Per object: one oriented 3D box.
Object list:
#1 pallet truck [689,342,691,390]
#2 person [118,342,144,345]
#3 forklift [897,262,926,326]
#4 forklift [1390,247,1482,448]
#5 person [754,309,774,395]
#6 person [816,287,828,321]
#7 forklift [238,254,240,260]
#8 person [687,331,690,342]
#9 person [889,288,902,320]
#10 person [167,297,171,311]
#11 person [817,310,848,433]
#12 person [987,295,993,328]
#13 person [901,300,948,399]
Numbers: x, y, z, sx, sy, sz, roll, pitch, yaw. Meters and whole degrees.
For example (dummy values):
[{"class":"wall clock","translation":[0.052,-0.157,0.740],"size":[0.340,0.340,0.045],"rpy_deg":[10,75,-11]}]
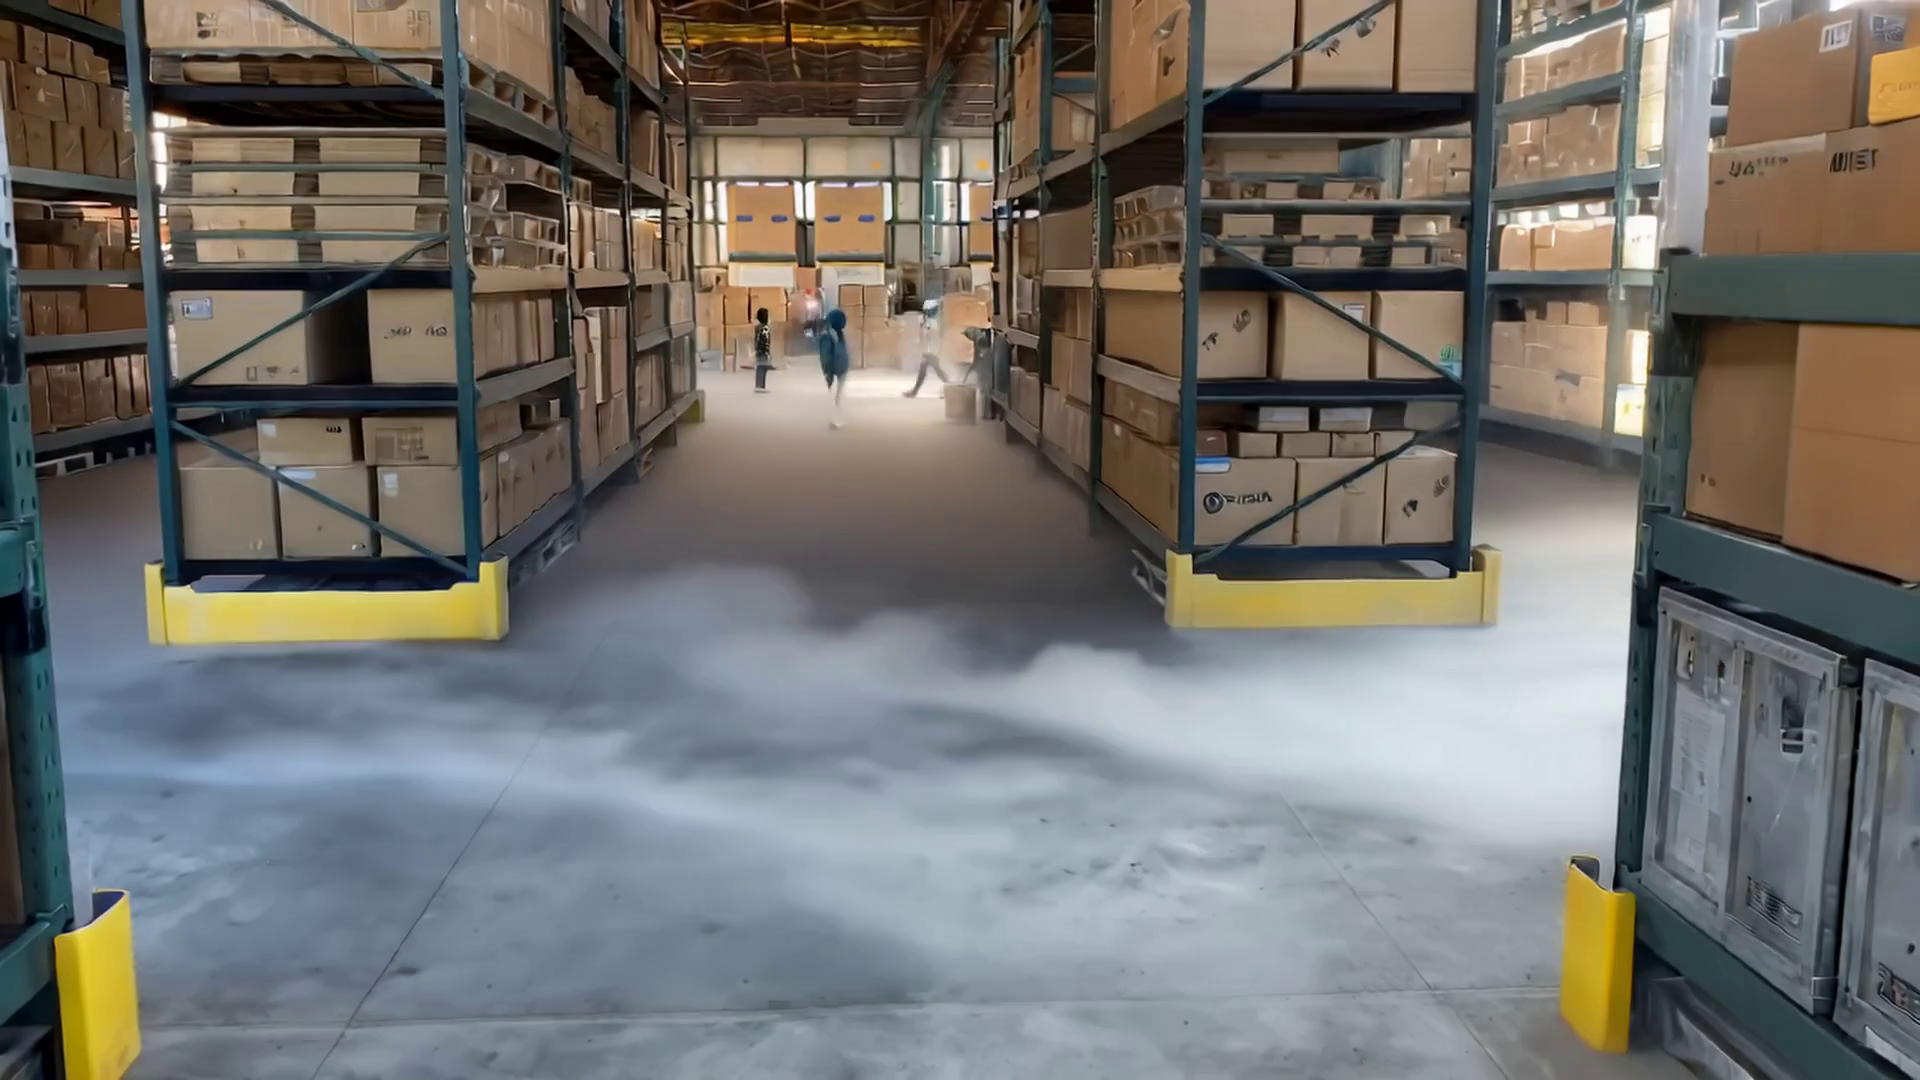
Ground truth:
[{"class":"pallet truck","translation":[-5.225,-3.008,27.480],"size":[1.885,1.965,0.823],"rpy_deg":[2,9,14]},{"class":"person","translation":[-28.042,-7.450,55.803],"size":[1.010,1.871,0.607],"rpy_deg":[-5,10,-30]},{"class":"forklift","translation":[-1.780,-8.547,59.499],"size":[1.129,2.768,1.873],"rpy_deg":[-1,9,-4]},{"class":"forklift","translation":[5.947,-2.619,22.272],"size":[1.873,2.768,1.129],"rpy_deg":[-1,9,-4]},{"class":"person","translation":[-3.885,-3.700,32.767],"size":[0.318,1.697,0.535],"rpy_deg":[-5,11,-31]},{"class":"person","translation":[-5.534,-9.177,66.535],"size":[0.531,1.900,0.605],"rpy_deg":[-1,9,-5]},{"class":"forklift","translation":[-16.118,-5.000,37.225],"size":[1.129,2.768,1.873],"rpy_deg":[-1,9,-4]},{"class":"person","translation":[-5.476,-3.882,32.973],"size":[0.387,1.992,0.625],"rpy_deg":[-1,9,-8]},{"class":"person","translation":[-2.301,-7.827,57.976],"size":[0.634,1.929,0.380],"rpy_deg":[4,10,22]},{"class":"person","translation":[-26.654,-7.507,55.597],"size":[0.720,2.000,1.026],"rpy_deg":[8,12,43]},{"class":"person","translation":[-1.945,-2.515,24.929],"size":[0.521,1.840,0.721],"rpy_deg":[3,9,17]},{"class":"person","translation":[0.966,-5.537,43.543],"size":[0.629,1.940,0.379],"rpy_deg":[1,9,4]},{"class":"person","translation":[-0.614,-3.602,31.552],"size":[1.000,1.879,0.546],"rpy_deg":[-2,9,-14]}]
